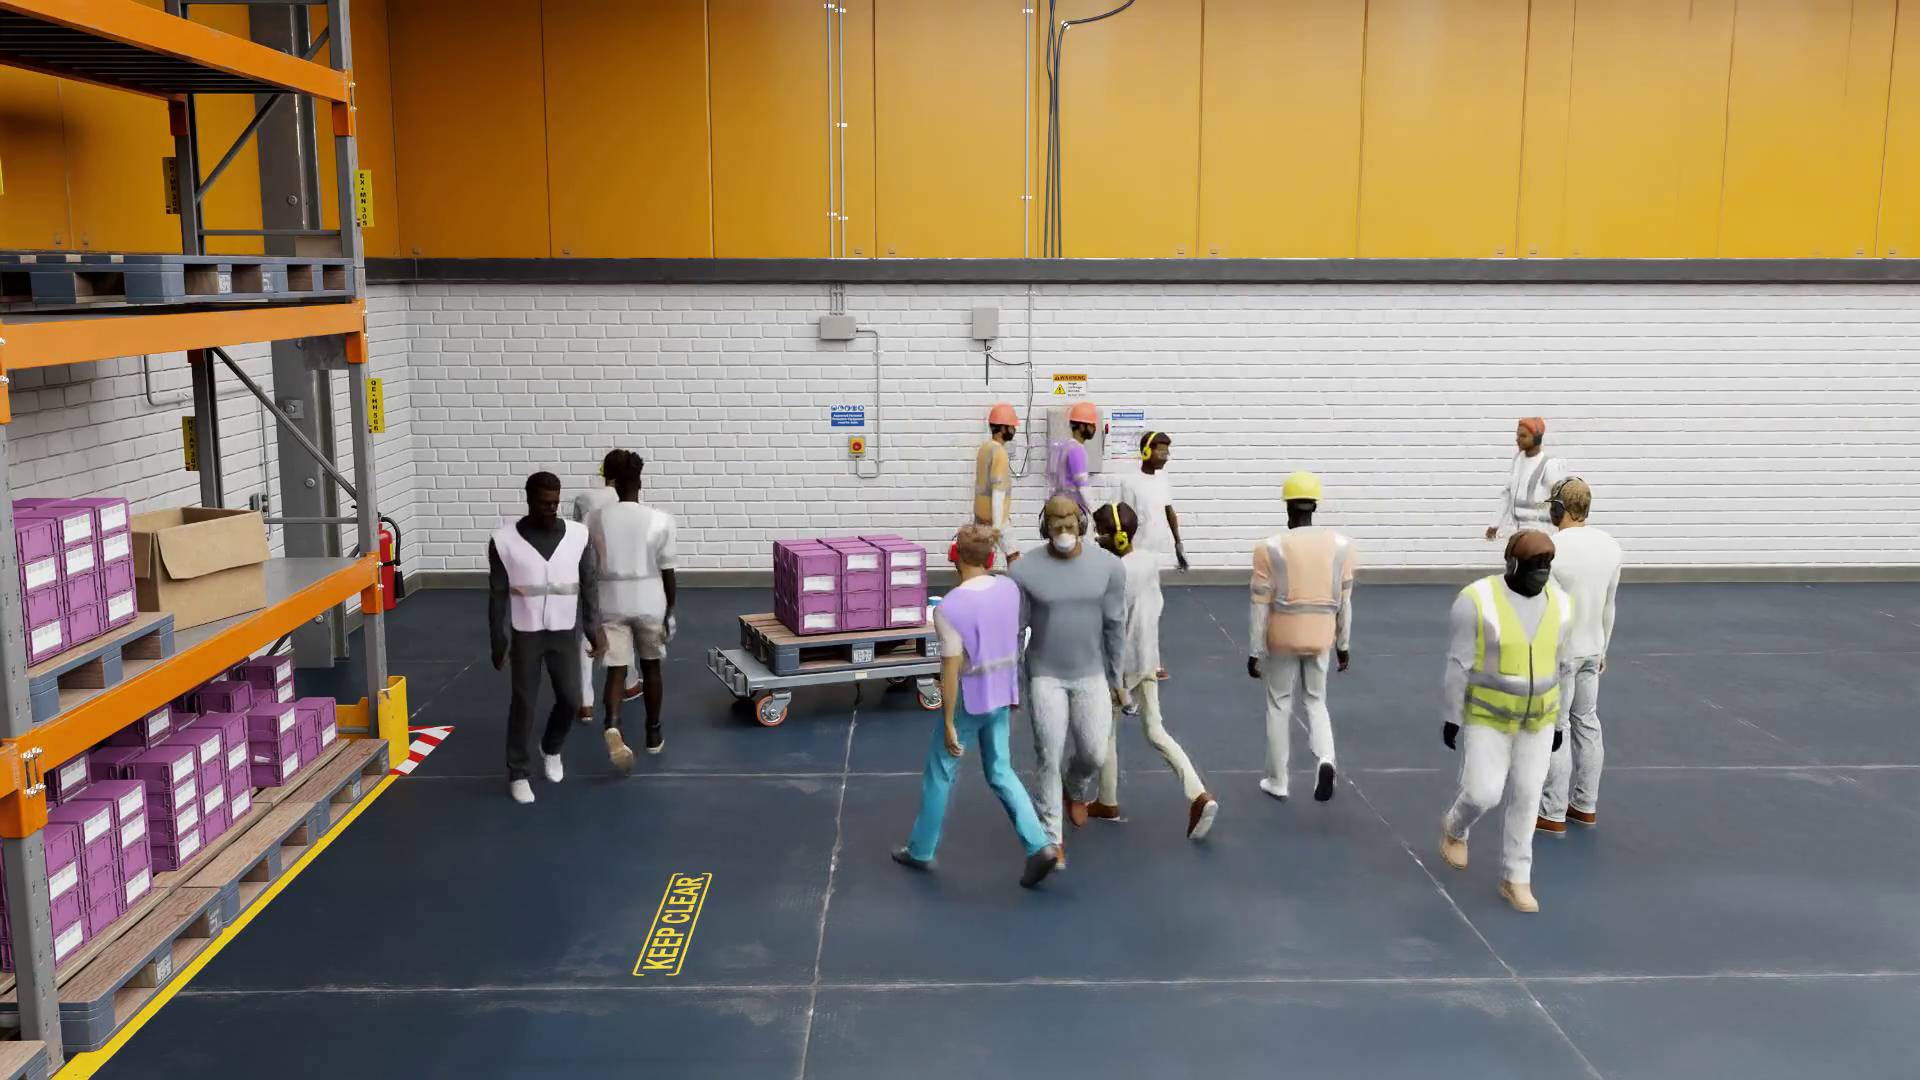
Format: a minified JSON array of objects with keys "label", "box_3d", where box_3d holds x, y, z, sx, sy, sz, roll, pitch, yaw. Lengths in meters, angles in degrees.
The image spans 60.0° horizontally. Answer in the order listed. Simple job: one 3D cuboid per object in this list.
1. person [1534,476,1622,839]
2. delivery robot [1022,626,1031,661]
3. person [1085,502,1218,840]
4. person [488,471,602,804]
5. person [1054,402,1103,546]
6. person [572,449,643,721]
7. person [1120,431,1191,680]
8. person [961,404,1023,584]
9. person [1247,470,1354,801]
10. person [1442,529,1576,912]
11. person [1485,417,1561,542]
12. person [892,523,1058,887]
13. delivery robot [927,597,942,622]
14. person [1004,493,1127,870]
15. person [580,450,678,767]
[{"label":"person","box_3d":[3.247,0.624,8.911,0.635,1.937,0.354,-5,11,-30]},{"label":"delivery robot","box_3d":[0.155,0.732,12.192,0.707,0.478,0.477,-2,9,-14]},{"label":"person","box_3d":[0.965,0.691,8.867,0.876,1.821,0.545,9,13,44]},{"label":"person","box_3d":[-2.401,0.538,9.567,0.605,1.894,0.513,-5,11,-30]},{"label":"person","box_3d":[1.105,-0.227,14.276,0.964,1.888,0.569,0,9,1]},{"label":"person","box_3d":[-2.473,0.285,11.400,0.680,1.802,0.920,0,9,3]},{"label":"person","box_3d":[1.466,0.112,12.380,0.702,1.838,0.491,8,12,41]},{"label":"person","box_3d":[0.375,-0.222,14.240,0.978,1.882,0.562,-3,10,-19]},{"label":"person","box_3d":[1.916,0.563,9.357,0.604,1.904,0.595,-1,9,-7]},{"label":"person","box_3d":[2.607,0.831,7.974,0.644,1.828,0.559,-1,9,-7]},{"label":"person","box_3d":[4.558,-0.083,13.561,0.972,1.836,0.599,-1,9,-8]},{"label":"person","box_3d":[0.085,0.809,8.200,0.912,1.802,0.563,9,13,44]},{"label":"delivery robot","box_3d":[-0.190,0.672,12.560,0.707,0.478,0.477,-5,10,-29]},{"label":"person","box_3d":[0.521,0.693,8.540,0.638,1.921,0.575,-1,9,-5]},{"label":"person","box_3d":[-2.029,0.426,10.165,0.602,1.936,0.807,-1,9,-6]}]
